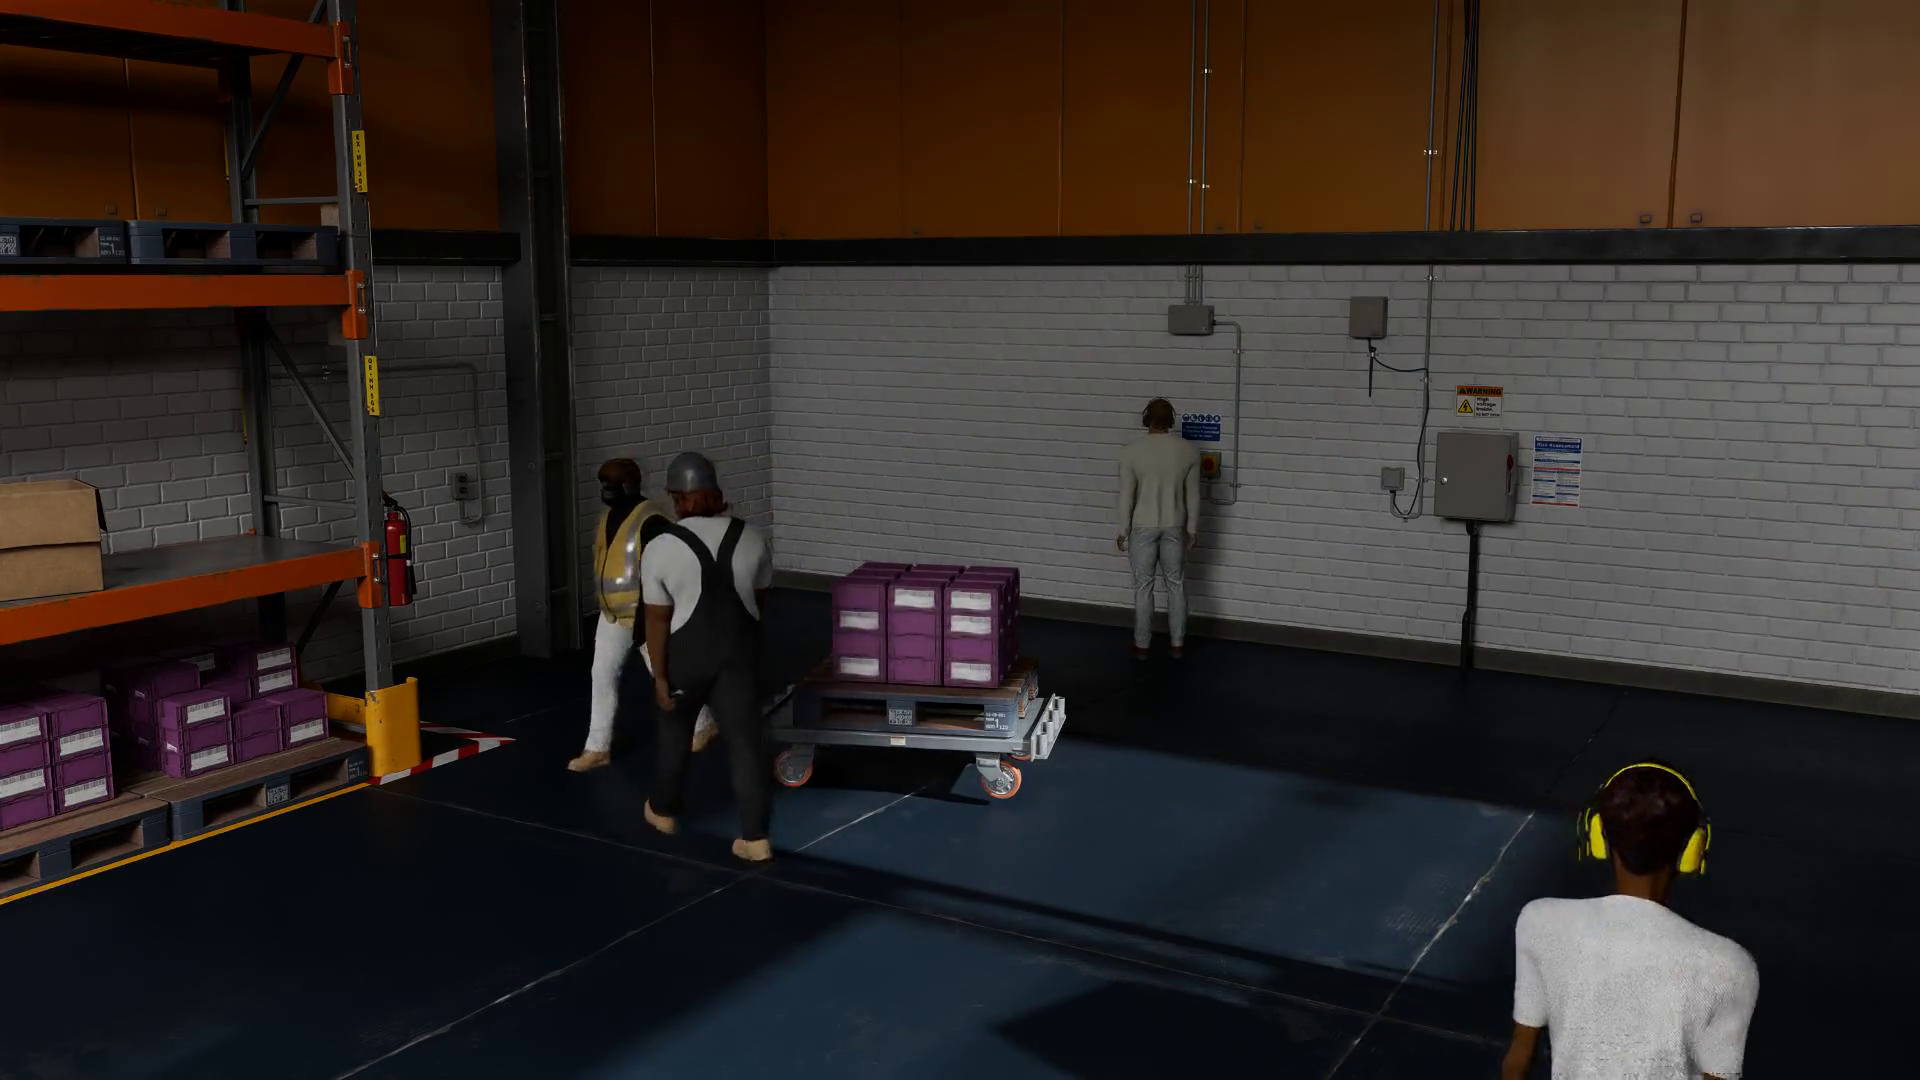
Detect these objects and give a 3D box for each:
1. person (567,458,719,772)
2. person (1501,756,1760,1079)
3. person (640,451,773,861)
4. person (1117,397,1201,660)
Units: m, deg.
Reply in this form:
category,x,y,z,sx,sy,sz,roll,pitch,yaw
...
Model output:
category,x,y,z,sx,sy,sz,roll,pitch,yaw
person,-1.828,0.408,9.648,0.624,1.804,0.921,8,12,42
person,1.359,1.379,3.486,0.524,1.837,0.809,6,11,34
person,-1.252,0.521,8.167,0.682,2.000,1.021,-5,10,-28
person,1.457,-0.080,12.237,0.635,1.937,0.352,-1,9,-9
